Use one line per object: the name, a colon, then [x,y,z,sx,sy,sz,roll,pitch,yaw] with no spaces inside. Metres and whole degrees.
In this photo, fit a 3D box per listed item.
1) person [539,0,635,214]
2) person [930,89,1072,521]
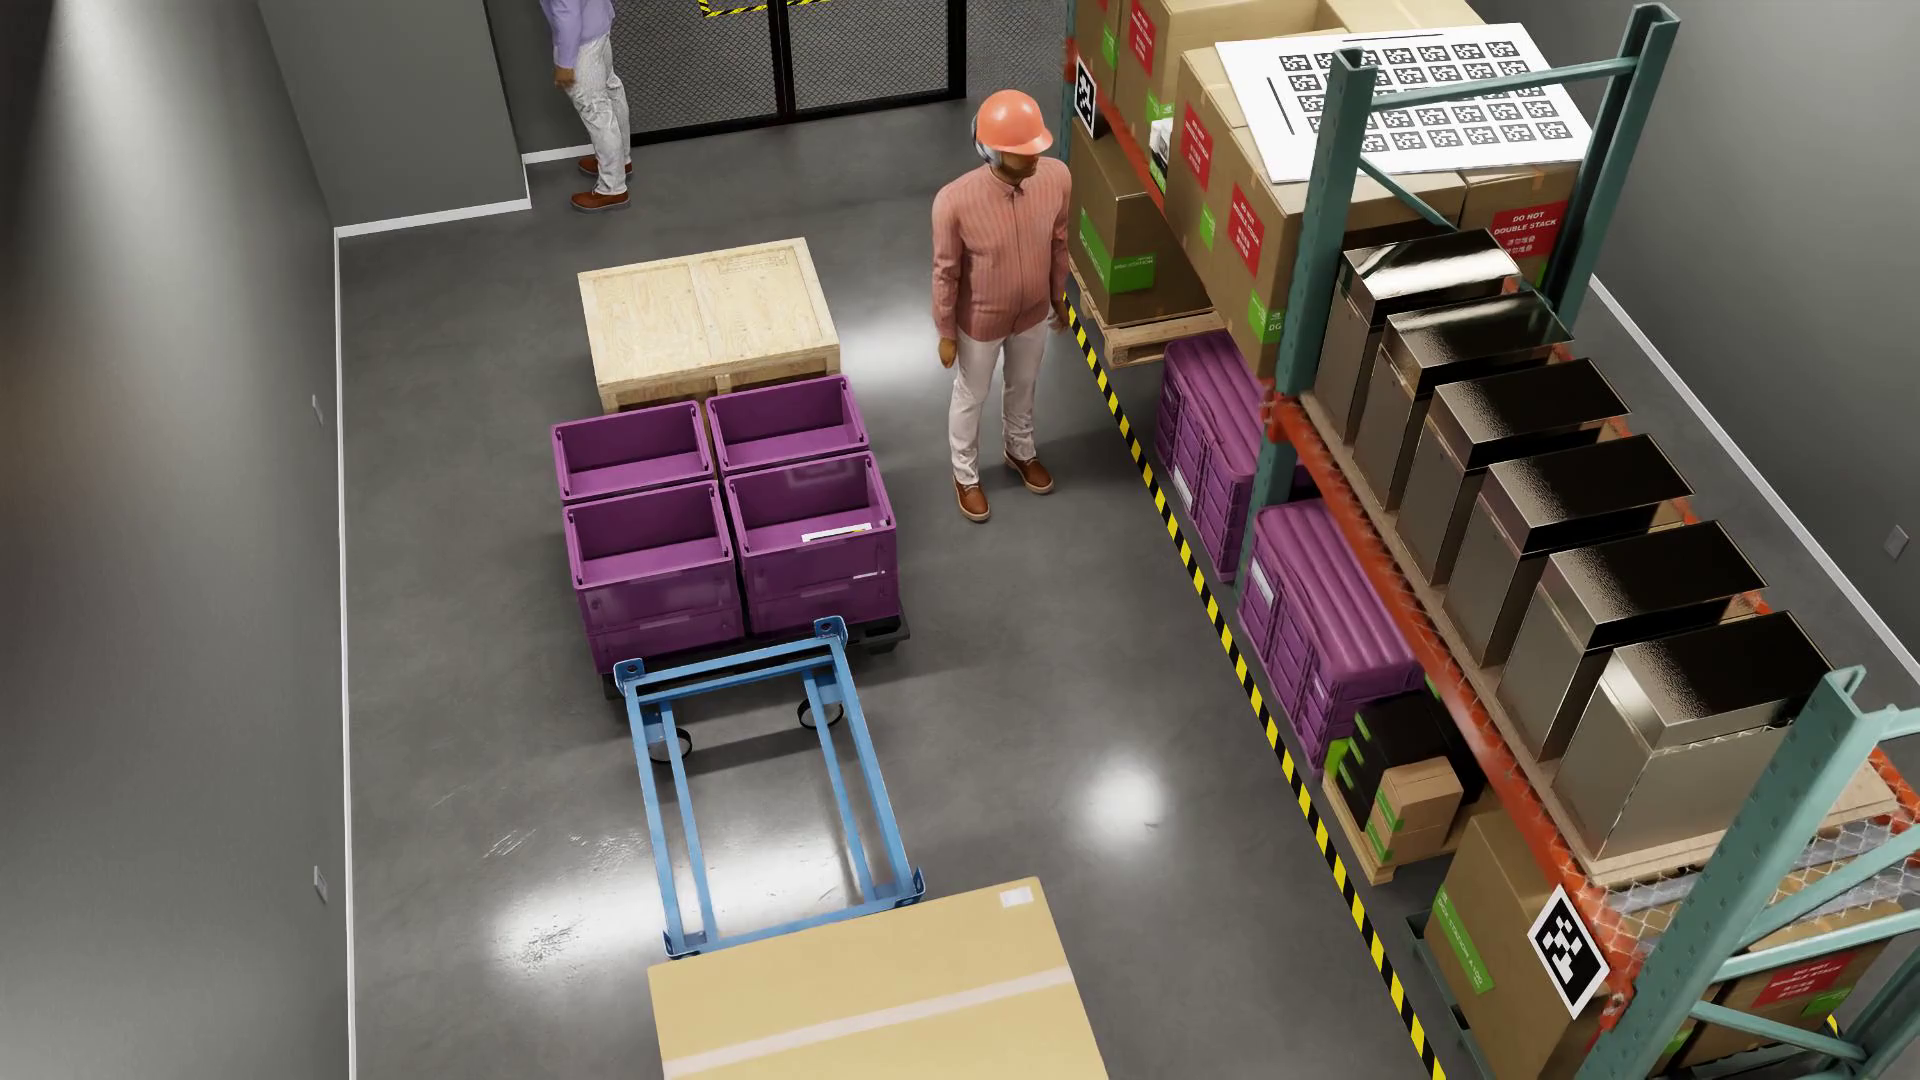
person: [-1.886,-2.507,8.190,0.371,1.939,0.627,1,47,1]
person: [0.173,-0.925,6.697,0.622,1.997,0.372,-23,51,-19]
